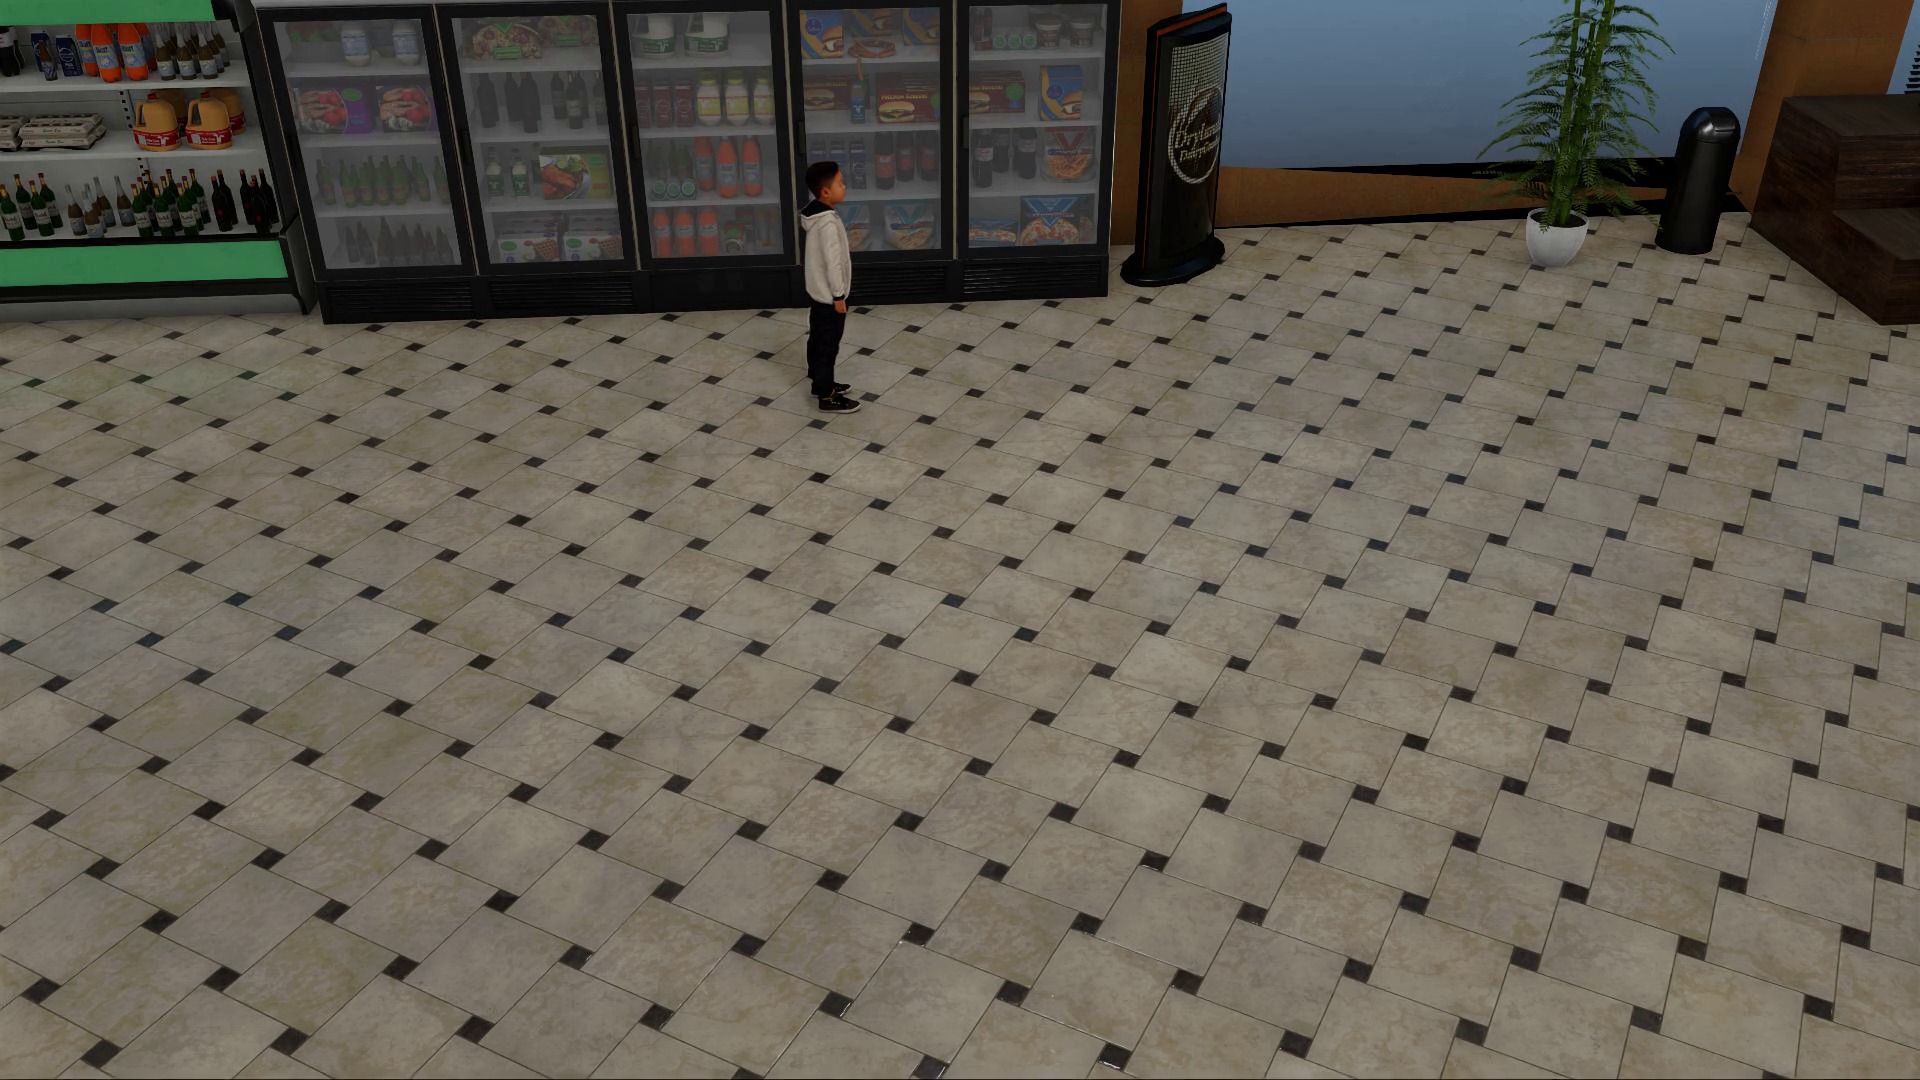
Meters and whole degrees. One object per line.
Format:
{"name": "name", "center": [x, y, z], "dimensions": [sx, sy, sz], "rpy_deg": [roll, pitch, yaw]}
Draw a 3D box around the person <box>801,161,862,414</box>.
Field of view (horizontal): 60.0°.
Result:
{"name": "person", "center": [-0.759, -1.434, 9.412], "dimensions": [0.546, 1.453, 0.615], "rpy_deg": [-8, 33, -12]}
